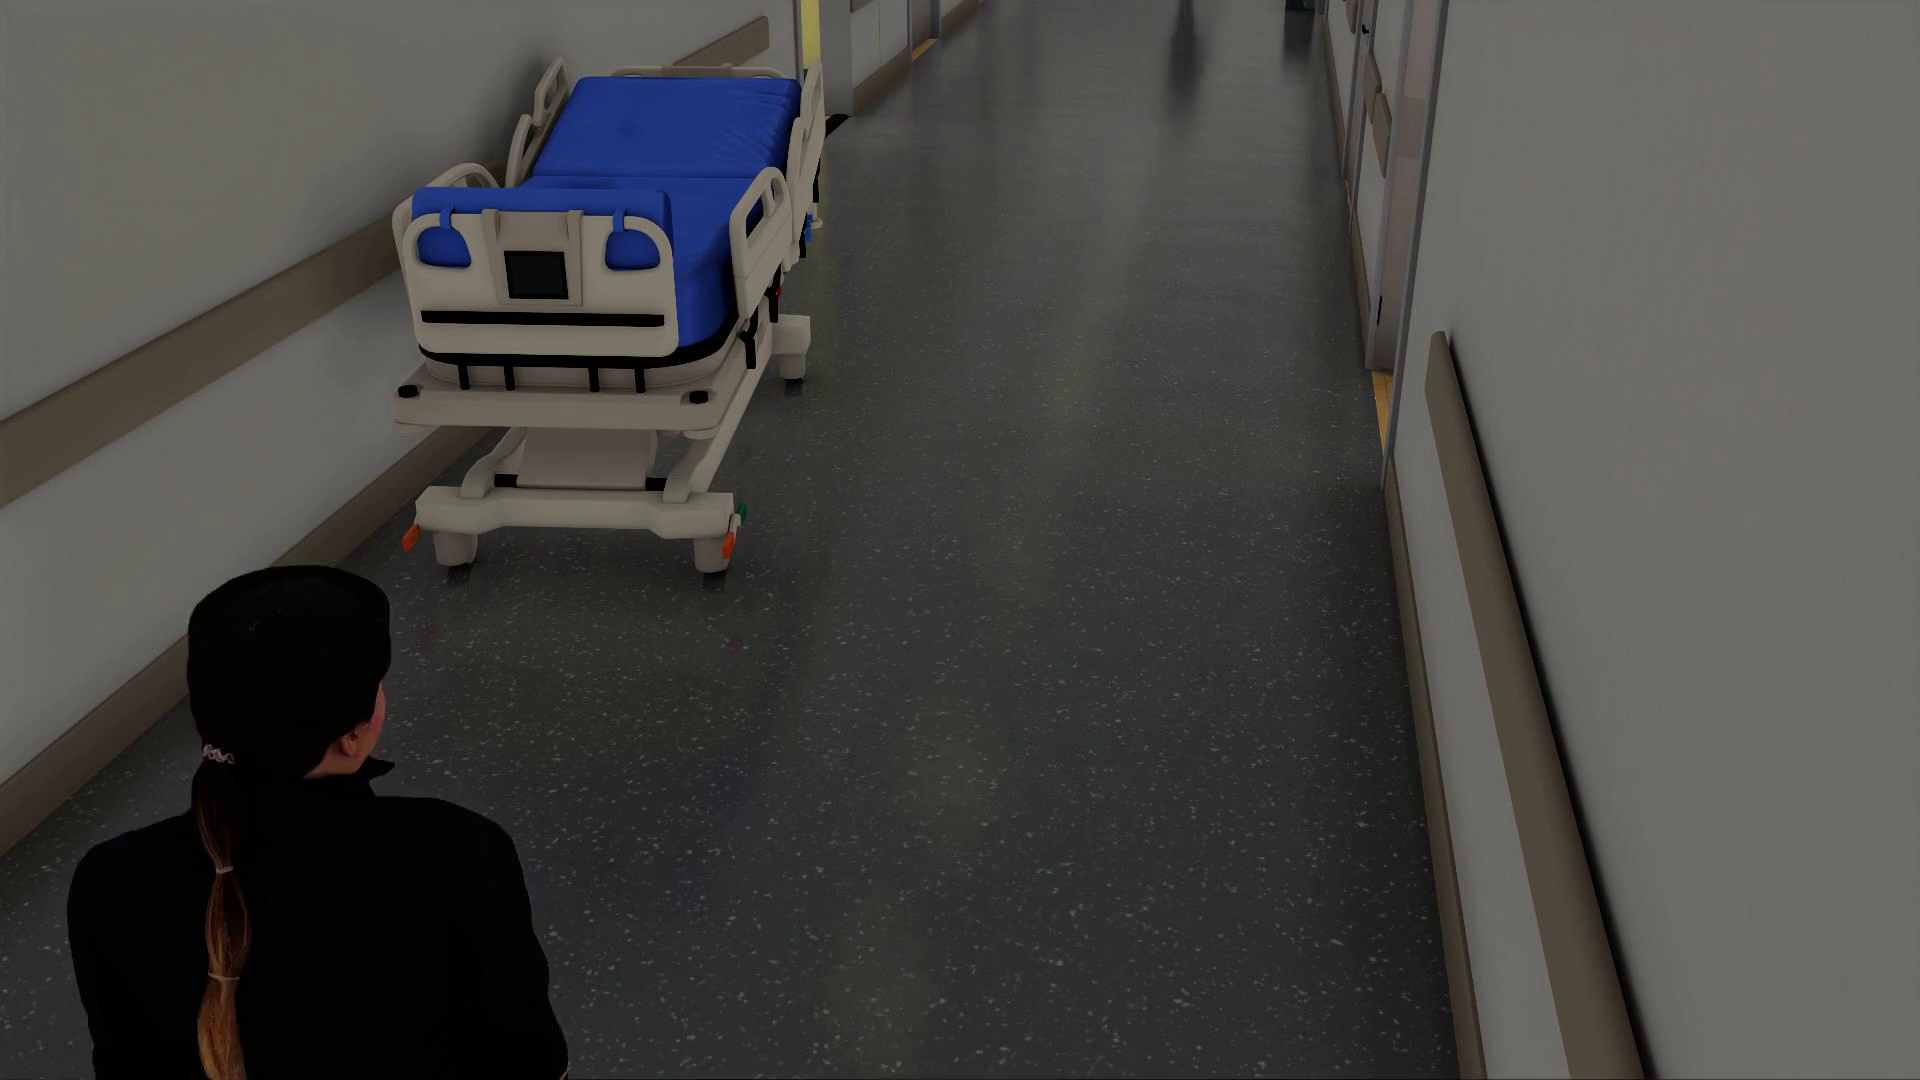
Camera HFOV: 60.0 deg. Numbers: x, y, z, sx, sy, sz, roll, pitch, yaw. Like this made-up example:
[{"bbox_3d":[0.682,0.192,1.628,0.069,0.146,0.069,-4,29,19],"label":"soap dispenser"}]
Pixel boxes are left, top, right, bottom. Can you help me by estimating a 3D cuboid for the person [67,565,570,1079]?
[{"bbox_3d":[-0.743,0.865,2.017,0.990,1.643,0.860,-1,26,-1],"label":"person"}]
